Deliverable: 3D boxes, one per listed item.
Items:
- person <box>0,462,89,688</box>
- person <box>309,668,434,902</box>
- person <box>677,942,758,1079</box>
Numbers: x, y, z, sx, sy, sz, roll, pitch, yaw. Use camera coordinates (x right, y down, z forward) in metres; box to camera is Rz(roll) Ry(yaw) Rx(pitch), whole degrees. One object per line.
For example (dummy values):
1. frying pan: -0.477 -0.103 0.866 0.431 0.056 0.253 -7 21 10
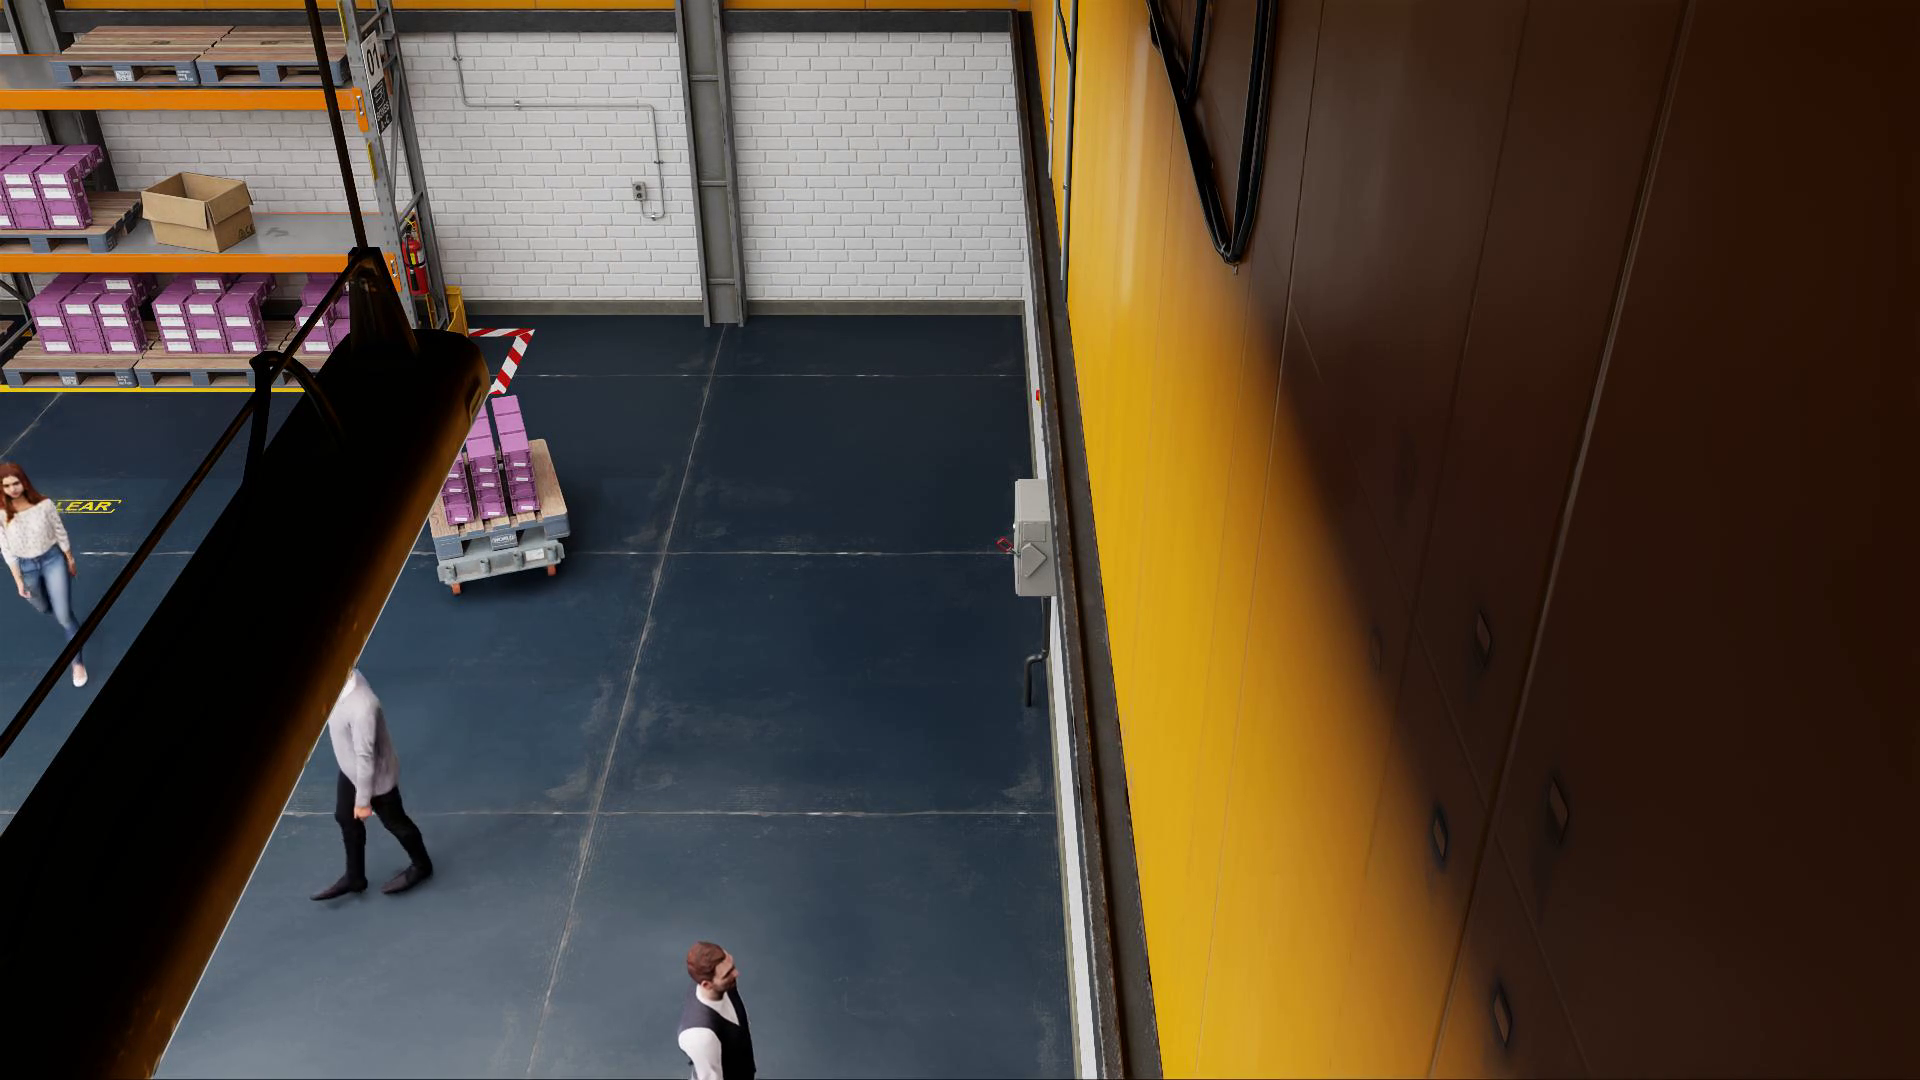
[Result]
1. person: -6.413 0.157 11.611 1.059 1.700 0.878 -12 35 -17
2. person: -3.366 1.299 9.712 1.137 1.901 1.062 -24 40 -31
3. person: -1.136 2.549 7.796 0.607 1.941 0.668 2 34 3
